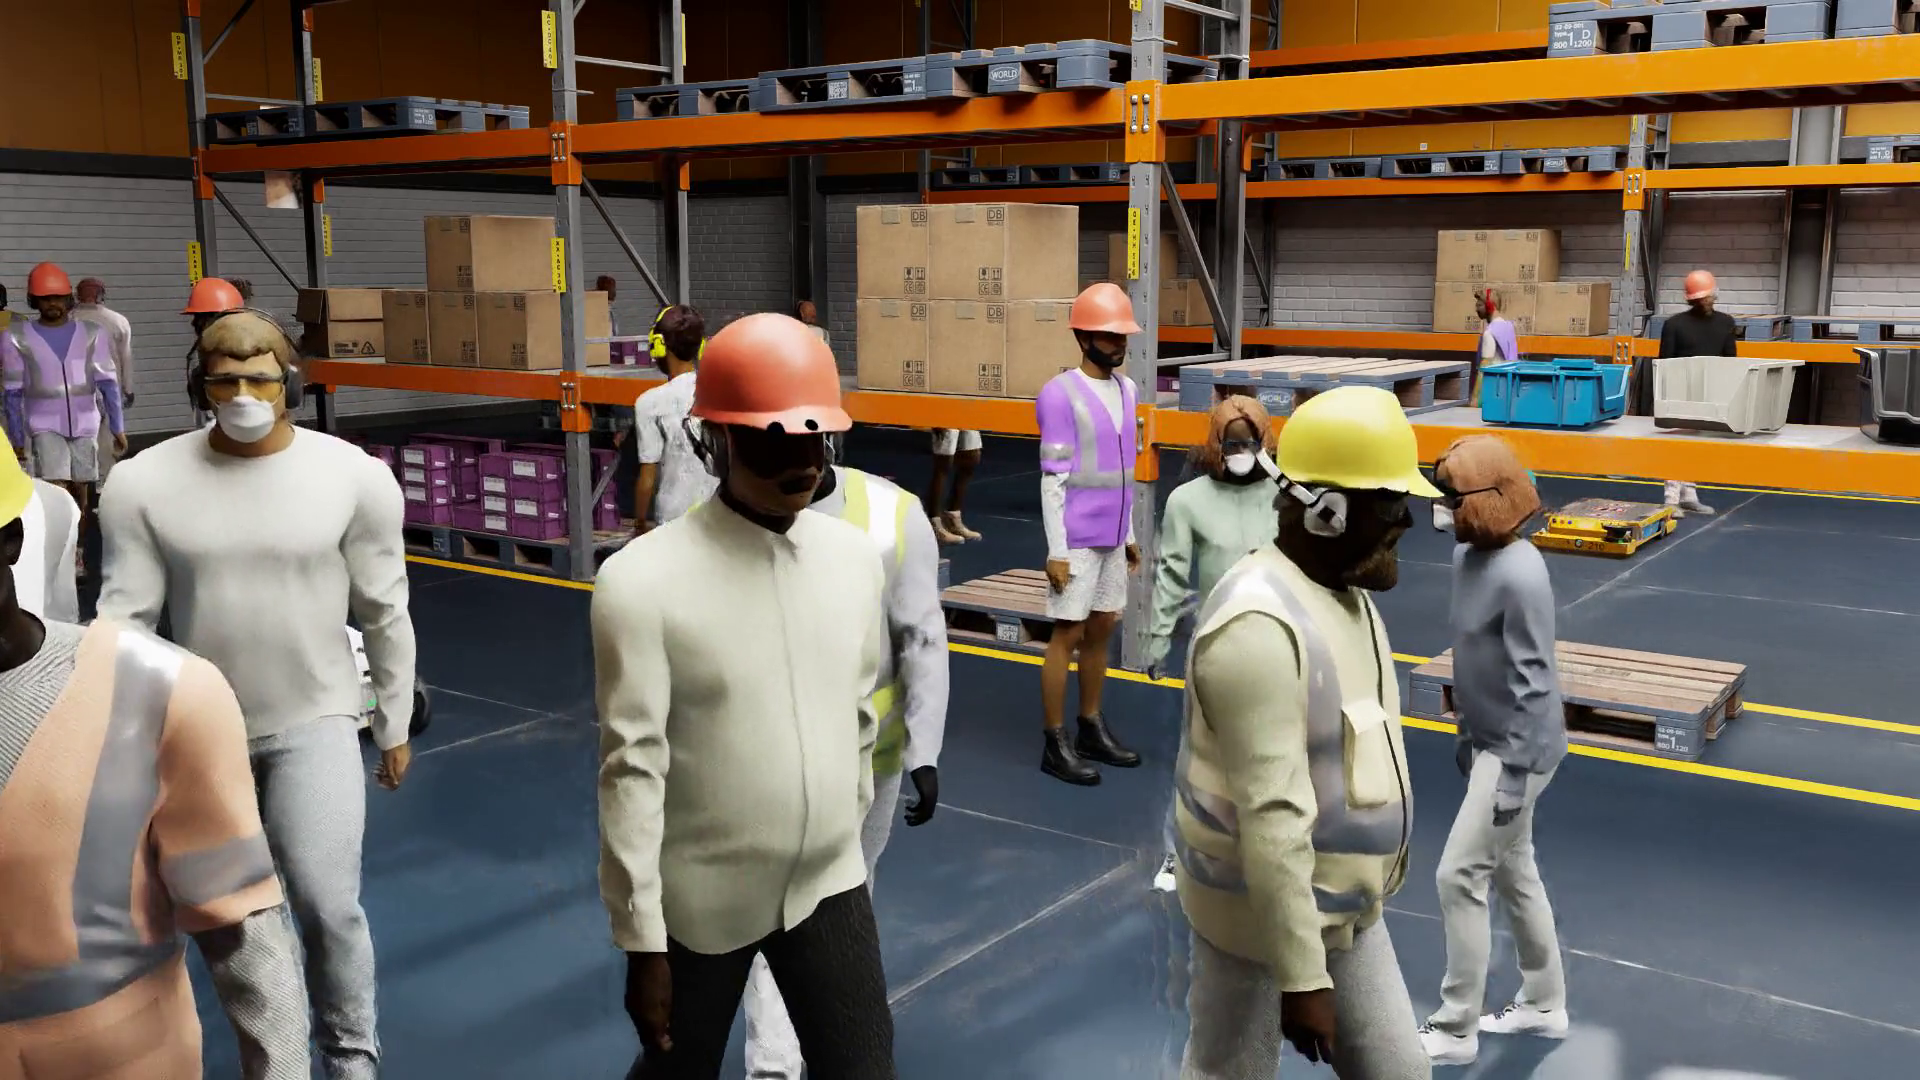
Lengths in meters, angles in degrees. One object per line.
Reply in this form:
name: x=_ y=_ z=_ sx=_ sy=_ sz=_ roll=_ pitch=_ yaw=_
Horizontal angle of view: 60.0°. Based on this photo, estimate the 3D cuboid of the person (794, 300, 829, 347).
person: x=-1.480 y=-1.503 z=16.180 sx=0.516 sy=1.640 sz=0.314 roll=-8 pitch=13 yaw=-41

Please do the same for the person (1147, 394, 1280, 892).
person: x=0.955 y=0.327 z=5.400 sx=0.689 sy=1.604 sz=0.456 roll=1 pitch=10 yaw=5

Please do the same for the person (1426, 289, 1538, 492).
person: x=4.624 y=-1.298 z=14.542 sx=0.998 sy=1.776 sz=0.578 roll=5 pitch=11 yaw=29

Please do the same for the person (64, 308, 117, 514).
person: x=-7.118 y=-1.090 z=13.186 sx=0.962 sy=1.815 sz=0.544 roll=-5 pitch=11 yaw=-27

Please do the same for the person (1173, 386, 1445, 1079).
person: x=0.647 y=0.644 z=2.901 sx=0.667 sy=1.803 sz=0.612 roll=7 pitch=12 yaw=34

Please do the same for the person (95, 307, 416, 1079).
person: x=-1.548 y=0.460 z=3.654 sx=0.641 sy=1.915 sz=0.696 roll=-2 pitch=10 yaw=-11

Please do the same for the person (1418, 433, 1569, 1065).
person: x=1.309 y=0.542 z=4.146 sx=0.600 sy=1.612 sz=0.521 roll=0 pitch=10 yaw=3

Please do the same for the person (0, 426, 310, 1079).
person: x=-1.171 y=0.743 z=2.085 sx=0.721 sy=1.878 sz=0.740 roll=-1 pitch=10 yaw=-9

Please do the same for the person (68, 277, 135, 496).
person: x=-7.451 y=-1.312 z=14.308 sx=0.647 sy=1.886 sz=0.469 roll=-3 pitch=10 yaw=-19

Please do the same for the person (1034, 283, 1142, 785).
person: x=0.534 y=-0.022 z=6.494 sx=0.383 sy=1.933 sz=0.557 roll=8 pitch=13 yaw=41

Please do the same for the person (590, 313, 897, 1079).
person: x=-0.391 y=0.573 z=2.922 sx=0.621 sy=1.950 sz=1.018 roll=-8 pitch=12 yaw=-39

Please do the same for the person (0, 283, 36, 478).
person: x=-8.506 y=-1.366 z=14.766 sx=0.633 sy=1.843 sz=0.429 roll=-3 pitch=10 yaw=-18

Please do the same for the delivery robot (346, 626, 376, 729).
delivery robot: x=-2.667 y=0.530 z=7.019 sx=0.707 sy=0.478 sz=0.477 roll=6 pitch=11 yaw=33

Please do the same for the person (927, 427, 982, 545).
person: x=-0.015 y=-0.951 z=11.818 sx=0.551 sy=2.014 sz=0.633 roll=5 pitch=11 yaw=25

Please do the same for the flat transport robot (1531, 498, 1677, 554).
flat transport robot: x=4.663 y=-0.116 z=11.991 sx=0.652 sy=0.197 sz=1.431 roll=7 pitch=12 yaw=35

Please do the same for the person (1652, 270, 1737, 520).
person: x=5.787 y=-1.133 z=13.094 sx=0.637 sy=1.953 sz=0.639 roll=-2 pitch=10 yaw=-14

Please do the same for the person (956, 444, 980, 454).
person: x=0.102 y=-1.875 z=17.208 sx=0.677 sy=2.000 sz=1.014 roll=-4 pitch=10 yaw=-24

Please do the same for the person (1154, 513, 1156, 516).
person: x=1.178 y=-0.987 z=13.199 sx=0.707 sy=1.616 sz=0.526 roll=4 pitch=10 yaw=24

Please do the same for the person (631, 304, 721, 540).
person: x=-1.097 y=-0.013 z=6.681 sx=0.391 sy=1.851 sz=0.553 roll=8 pitch=12 yaw=40

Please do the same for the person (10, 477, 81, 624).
person: x=-2.201 y=0.502 z=3.582 sx=0.708 sy=1.864 sz=0.588 roll=5 pitch=11 yaw=28

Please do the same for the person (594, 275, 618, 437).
person: x=-4.098 y=-2.091 z=19.001 sx=0.484 sy=1.863 sz=0.604 roll=-3 pitch=10 yaw=-18

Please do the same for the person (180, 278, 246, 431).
person: x=-3.658 y=-0.332 z=8.322 sx=0.354 sy=1.939 sz=0.544 roll=0 pitch=10 yaw=-3

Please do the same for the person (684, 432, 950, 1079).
person: x=-0.342 y=0.494 z=3.890 sx=0.618 sy=1.783 sz=1.026 roll=-1 pitch=10 yaw=-8

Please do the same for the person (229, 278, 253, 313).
person: x=-6.566 y=-1.461 z=15.304 sx=0.631 sy=1.857 sz=0.988 roll=8 pitch=12 yaw=39

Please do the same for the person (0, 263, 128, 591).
person: x=-5.458 y=-0.675 z=10.195 sx=0.614 sy=1.999 sz=1.003 roll=-8 pitch=13 yaw=-41
